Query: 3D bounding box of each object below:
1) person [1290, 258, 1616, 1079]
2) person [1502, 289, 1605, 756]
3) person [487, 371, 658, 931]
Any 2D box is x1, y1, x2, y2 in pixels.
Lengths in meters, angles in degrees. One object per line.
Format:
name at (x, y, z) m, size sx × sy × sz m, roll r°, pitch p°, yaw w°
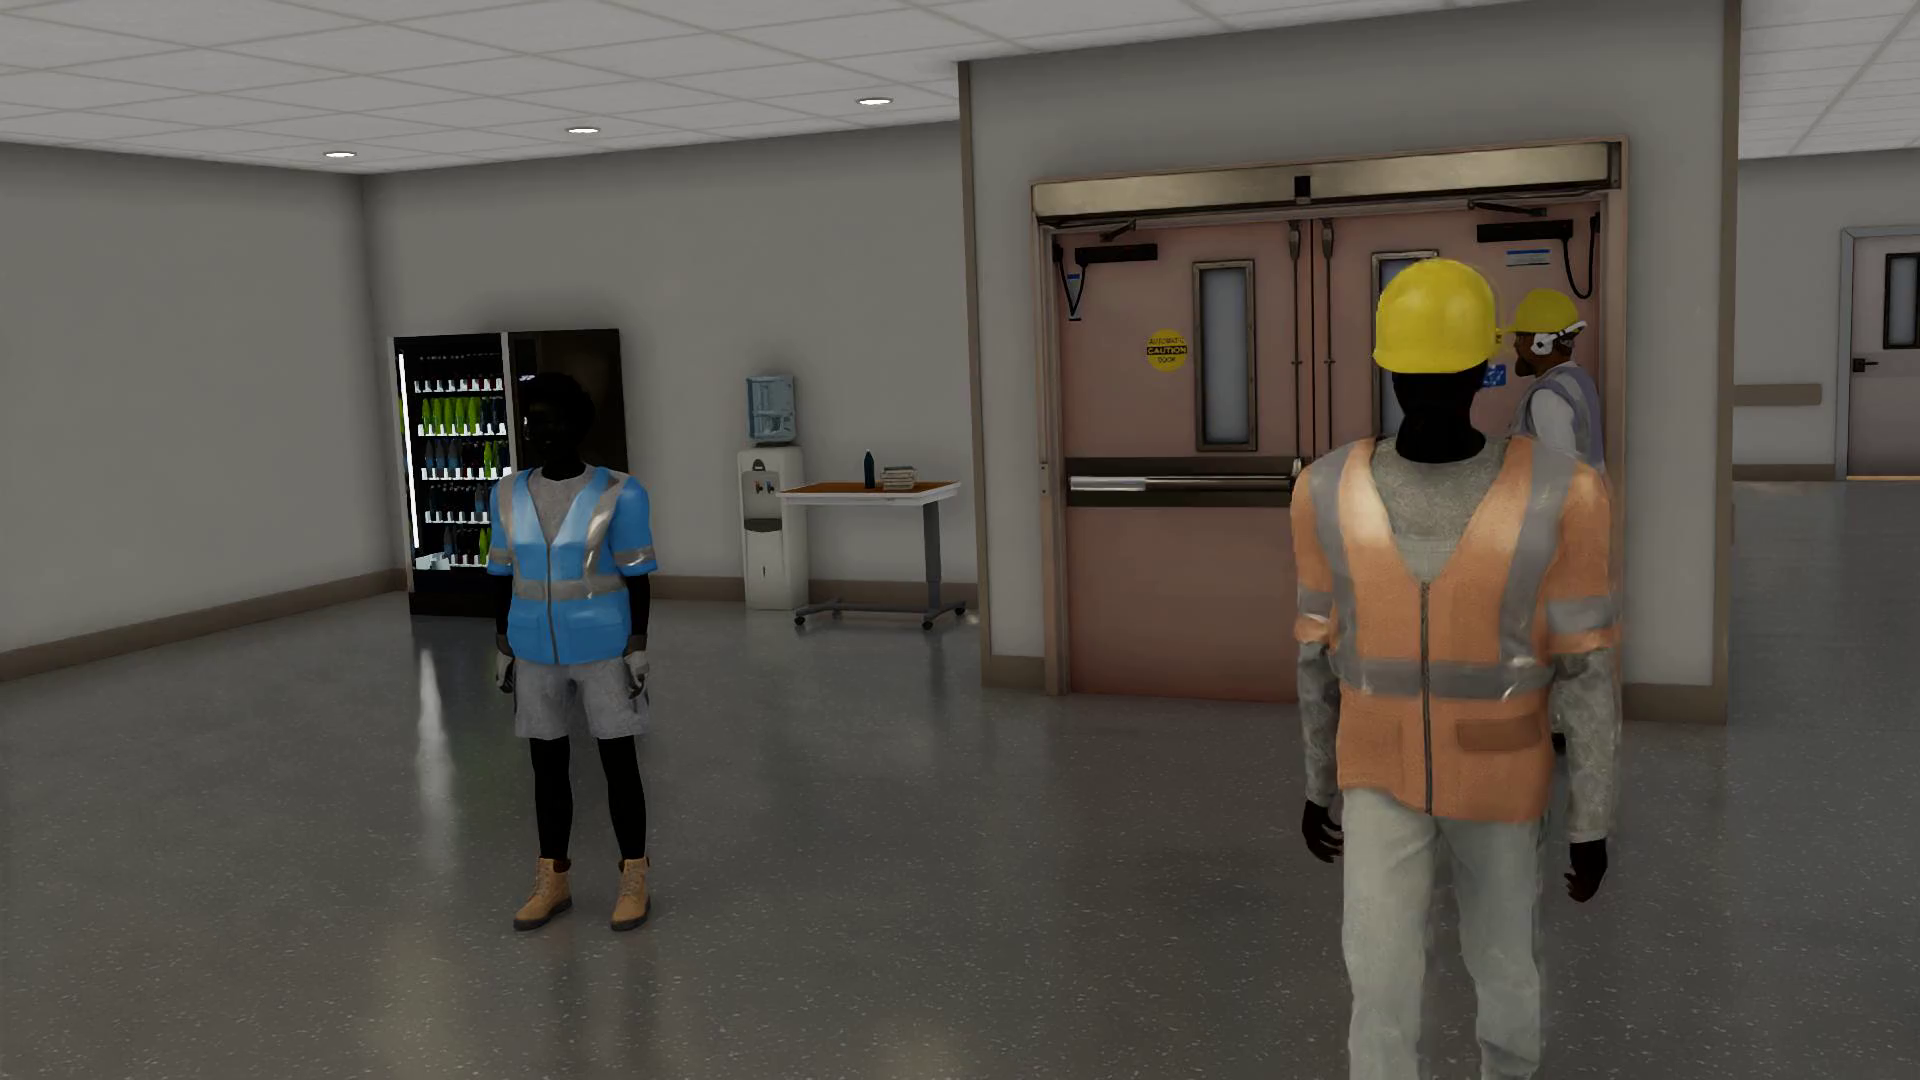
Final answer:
person at (0.935, 0.413, 3.154) m, size 0.587 × 1.883 × 0.954 m, roll 1°, pitch 8°, yaw 25°
person at (2.325, -0.068, 6.569) m, size 0.404 × 1.834 × 0.592 m, roll 2°, pitch 8°, yaw 28°
person at (-1.172, 0.339, 5.050) m, size 0.535 × 1.697 × 0.318 m, roll -1°, pitch 7°, yaw 9°
